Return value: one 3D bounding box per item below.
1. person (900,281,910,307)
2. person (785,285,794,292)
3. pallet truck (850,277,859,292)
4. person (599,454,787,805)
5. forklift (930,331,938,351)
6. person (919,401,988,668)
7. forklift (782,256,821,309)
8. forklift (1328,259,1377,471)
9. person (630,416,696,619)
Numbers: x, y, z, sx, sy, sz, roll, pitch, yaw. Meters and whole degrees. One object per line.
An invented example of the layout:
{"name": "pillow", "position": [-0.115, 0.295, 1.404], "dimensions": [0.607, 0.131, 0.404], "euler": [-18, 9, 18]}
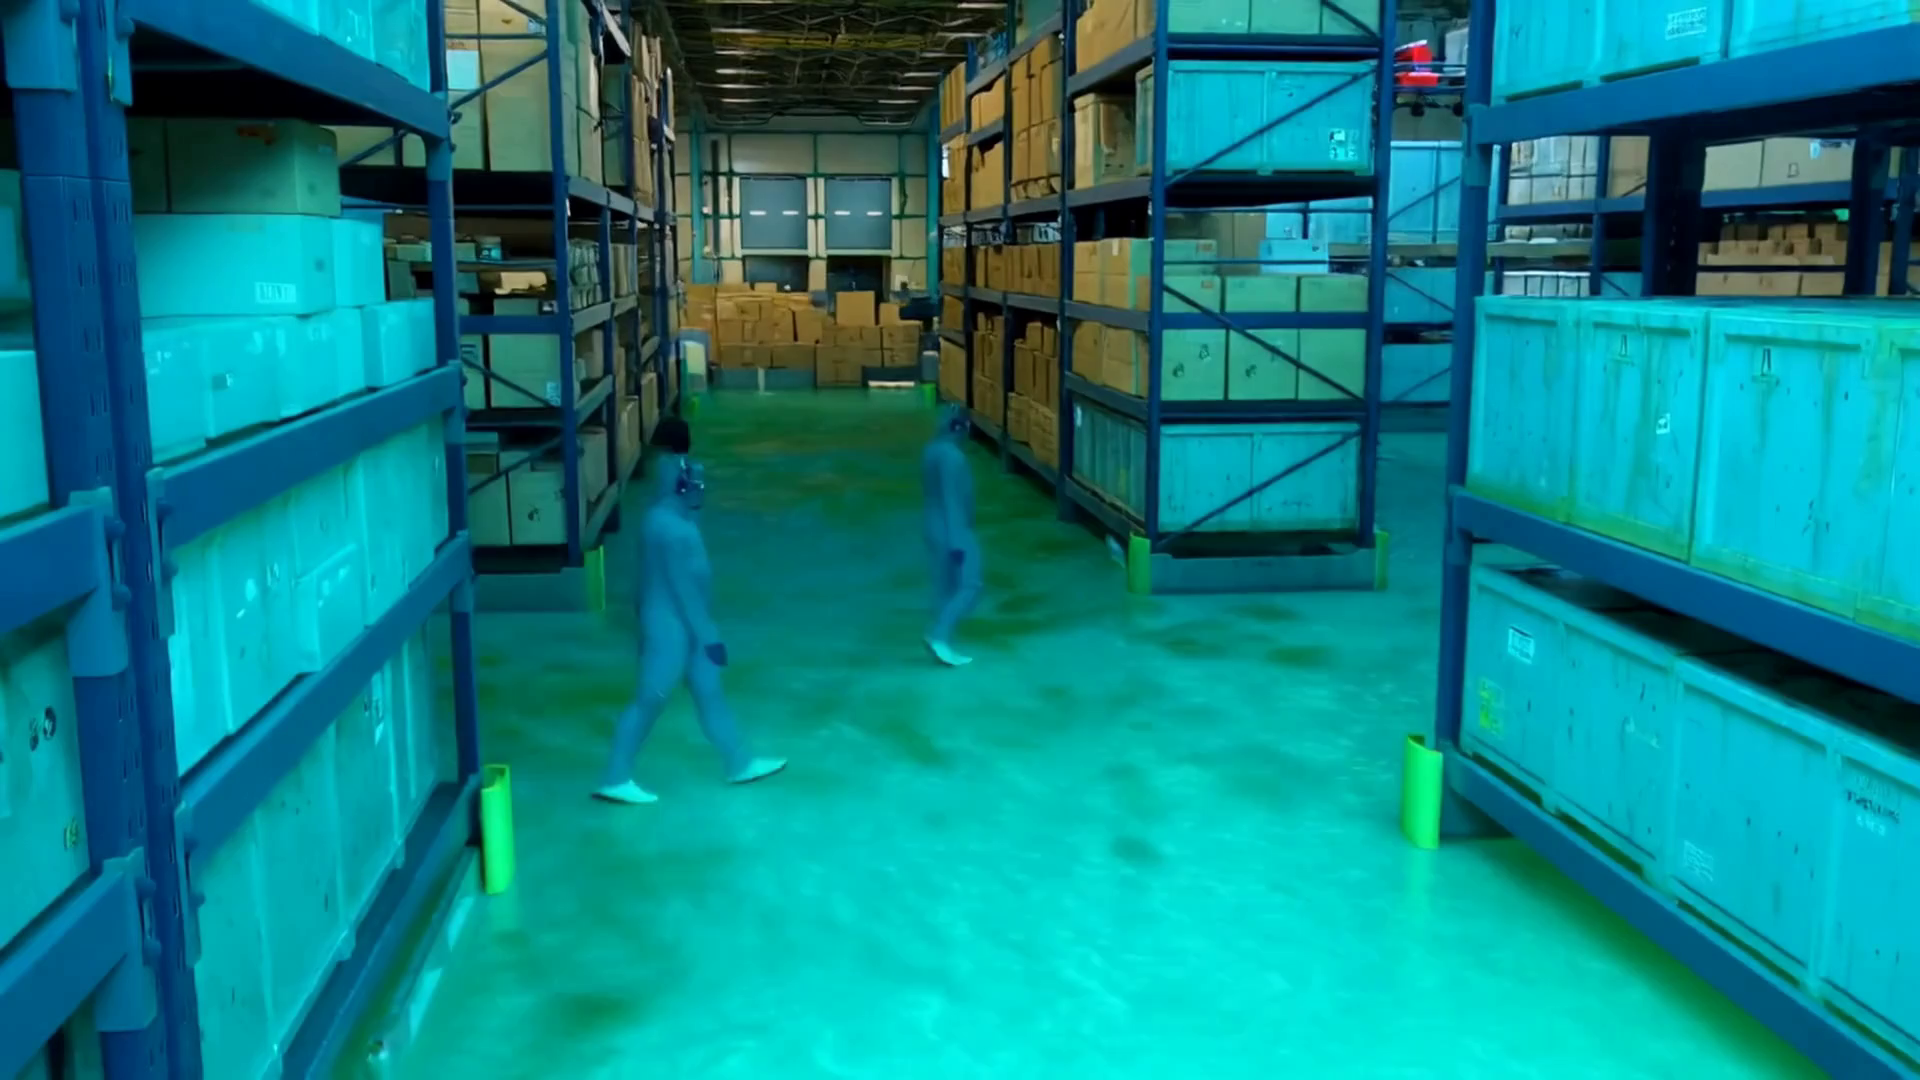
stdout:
{"name": "person", "position": [-1.989, -8.834, 62.842], "dimensions": [0.827, 1.917, 0.637], "euler": [-4, 11, -24]}
{"name": "person", "position": [-5.435, -7.230, 53.470], "dimensions": [0.831, 1.904, 0.579], "euler": [-2, 10, -9]}
{"name": "pallet truck", "position": [-3.782, -9.391, 65.808], "dimensions": [1.885, 1.965, 0.823], "euler": [2, 10, 10]}
{"name": "person", "position": [-1.461, 0.475, 8.807], "dimensions": [1.013, 1.852, 0.659], "euler": [-1, 10, -9]}
{"name": "forklift", "position": [0.242, -5.144, 38.515], "dimensions": [1.129, 2.768, 1.873], "euler": [-8, 13, -39]}
{"name": "person", "position": [-0.043, -0.025, 11.591], "dimensions": [0.434, 1.887, 0.667], "euler": [-3, 10, -16]}
{"name": "forklift", "position": [-5.849, -8.759, 59.557], "dimensions": [1.129, 2.768, 1.873], "euler": [-6, 12, -33]}
{"name": "forklift", "position": [4.845, -2.410, 22.595], "dimensions": [1.129, 2.768, 1.873], "euler": [-1, 10, -7]}
{"name": "person", "position": [-2.188, -0.097, 12.590], "dimensions": [0.516, 1.684, 0.550], "euler": [-3, 10, -16]}
